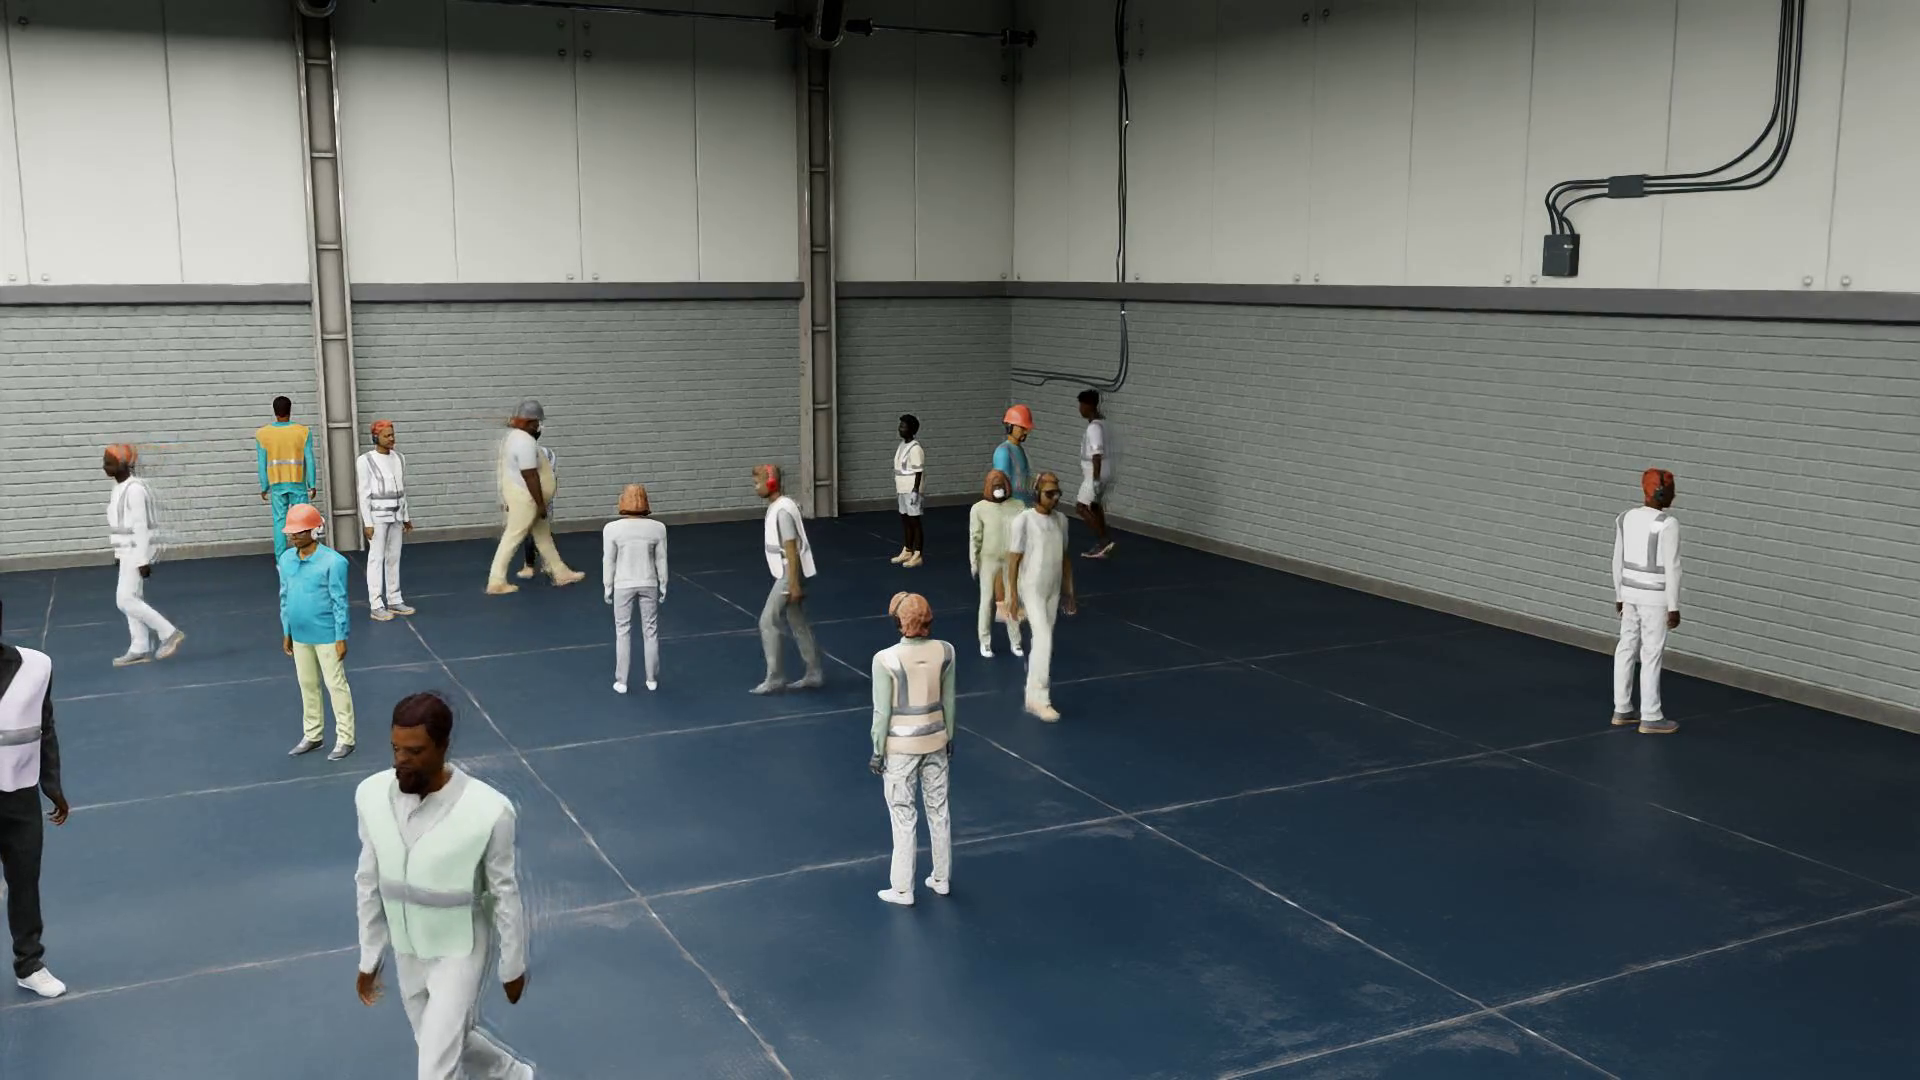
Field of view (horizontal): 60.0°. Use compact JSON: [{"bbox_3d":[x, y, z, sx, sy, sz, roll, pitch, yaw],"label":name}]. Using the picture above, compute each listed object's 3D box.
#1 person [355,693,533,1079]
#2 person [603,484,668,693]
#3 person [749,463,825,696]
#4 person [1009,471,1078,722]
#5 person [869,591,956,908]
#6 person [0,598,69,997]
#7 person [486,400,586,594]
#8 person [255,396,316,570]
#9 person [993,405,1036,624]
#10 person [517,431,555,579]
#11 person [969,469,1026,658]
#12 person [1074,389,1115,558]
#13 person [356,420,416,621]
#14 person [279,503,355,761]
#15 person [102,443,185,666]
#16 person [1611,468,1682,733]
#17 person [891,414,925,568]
[{"bbox_3d":[-1.767,1.409,5.837,0.585,1.887,0.909,4,10,21],"label":"person"},{"bbox_3d":[-2.524,0.380,12.965,0.502,1.627,0.289,-4,10,-21],"label":"person"},{"bbox_3d":[-1.386,0.306,12.890,0.705,1.797,0.594,-1,9,-9],"label":"person"},{"bbox_3d":[0.664,0.416,12.111,0.530,1.827,0.635,-8,12,-41],"label":"person"},{"bbox_3d":[-0.239,1.079,8.614,0.522,1.638,0.310,-7,11,-35],"label":"person"},{"bbox_3d":[-4.300,1.139,7.387,0.370,1.916,0.597,7,12,38],"label":"person"},{"bbox_3d":[-4.397,-0.479,16.982,1.039,2.000,0.686,-4,10,-21],"label":"person"},{"bbox_3d":[-7.352,-0.614,18.188,0.590,1.921,0.392,-3,10,-16],"label":"person"},{"bbox_3d":[0.514,-0.243,15.542,0.394,2.037,0.605,3,10,16],"label":"person"},{"bbox_3d":[-4.554,-0.434,17.760,0.318,1.697,0.535,8,12,41],"label":"person"},{"bbox_3d":[0.331,0.197,14.116,0.519,1.619,0.298,-3,10,-16],"label":"person"},{"bbox_3d":[1.520,-0.744,18.901,0.424,1.945,0.632,3,10,16],"label":"person"},{"bbox_3d":[-5.417,-0.193,15.710,0.356,1.882,0.572,4,10,23],"label":"person"},{"bbox_3d":[-4.345,0.615,11.166,0.563,1.742,0.360,4,10,22],"label":"person"},{"bbox_3d":[-6.847,0.123,13.805,0.455,1.874,0.589,-7,11,-36],"label":"person"},{"bbox_3d":[4.907,0.428,11.872,0.358,1.885,0.572,-3,10,-20],"label":"person"},{"bbox_3d":[-0.568,-0.550,18.463,0.318,1.700,0.536,-4,10,-25],"label":"person"}]
